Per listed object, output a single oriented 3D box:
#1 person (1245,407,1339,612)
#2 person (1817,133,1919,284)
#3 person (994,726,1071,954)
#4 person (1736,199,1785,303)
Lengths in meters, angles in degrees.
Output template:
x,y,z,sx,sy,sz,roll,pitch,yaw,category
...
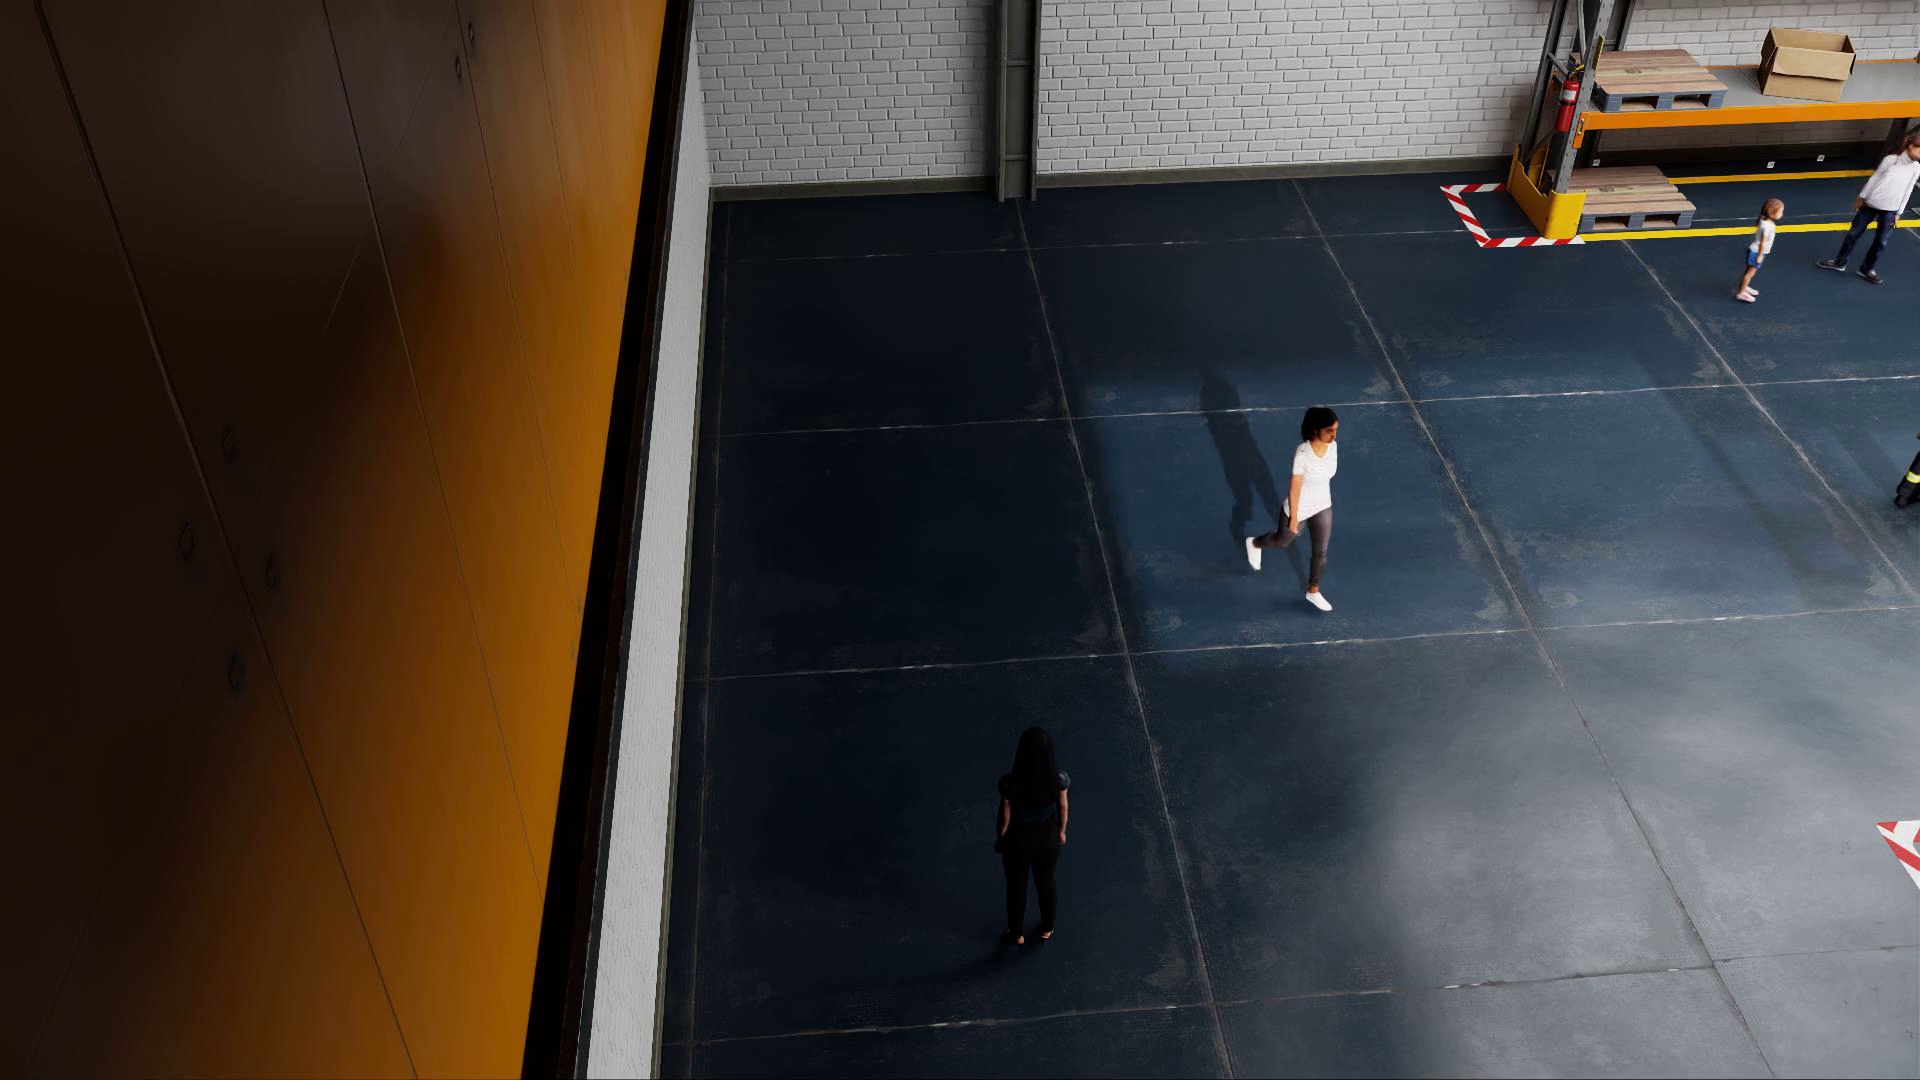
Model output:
x,y,z,sx,sy,sz,roll,pitch,yaw,category
2.435,-0.273,12.022,1.076,1.614,0.937,-20,43,-23,person
8.665,-3.181,15.730,0.690,1.531,0.850,26,45,29,person
0.404,1.709,9.442,0.452,1.736,0.640,-7,39,-8,person
7.478,-2.728,15.570,0.533,1.021,0.490,18,42,21,person
